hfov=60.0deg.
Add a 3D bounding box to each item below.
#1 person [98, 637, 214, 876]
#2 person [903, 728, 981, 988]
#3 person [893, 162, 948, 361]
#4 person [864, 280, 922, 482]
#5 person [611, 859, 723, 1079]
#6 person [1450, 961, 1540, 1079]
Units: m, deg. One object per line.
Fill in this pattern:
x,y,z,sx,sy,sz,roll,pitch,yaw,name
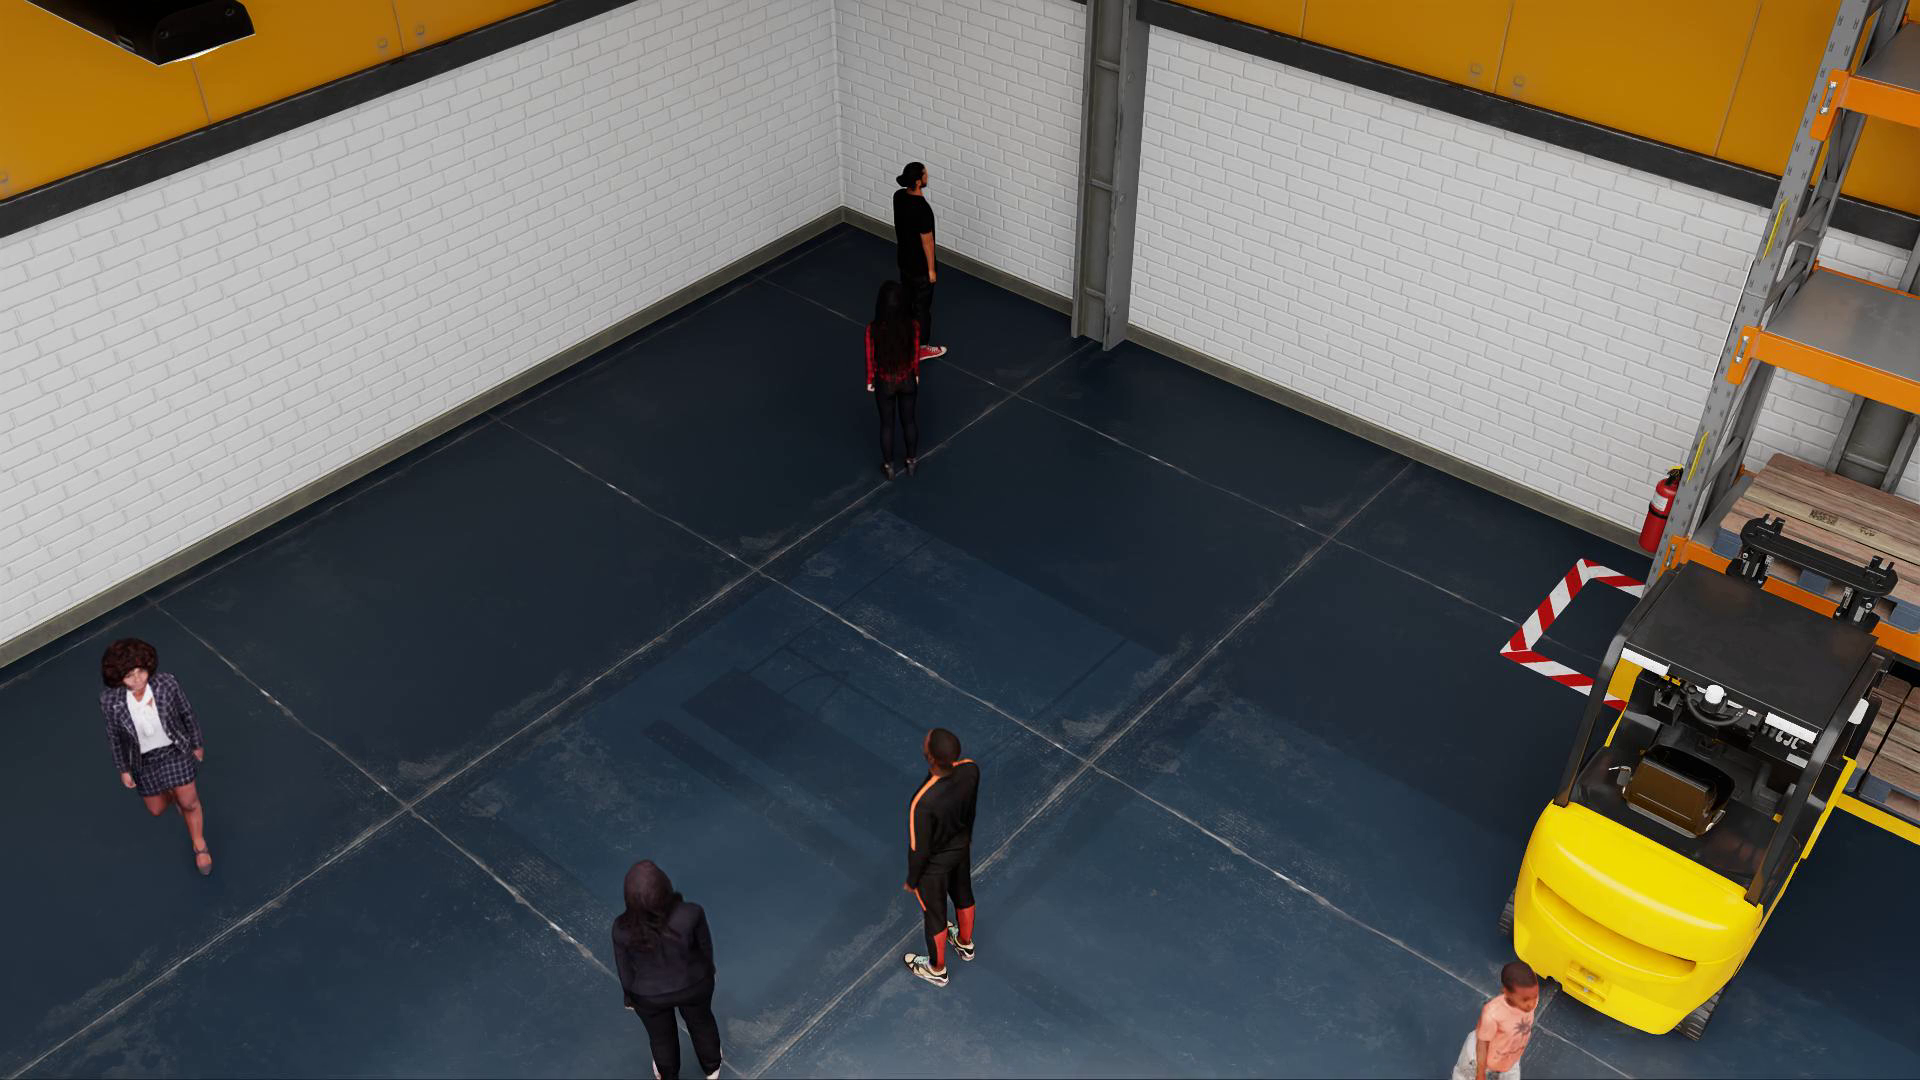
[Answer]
-4.562,1.194,9.483,0.809,1.678,0.922,-17,42,-20,person
-0.087,1.661,8.794,0.540,1.808,0.627,31,48,33,person
-0.369,-2.326,13.826,0.736,1.759,0.584,-25,45,-28,person
-0.479,-1.179,12.476,0.660,1.651,0.672,-12,40,-15,person
-1.442,2.203,8.273,0.749,1.611,0.778,-13,40,-16,person
2.597,2.458,8.211,0.741,1.290,0.882,-13,40,-16,person
